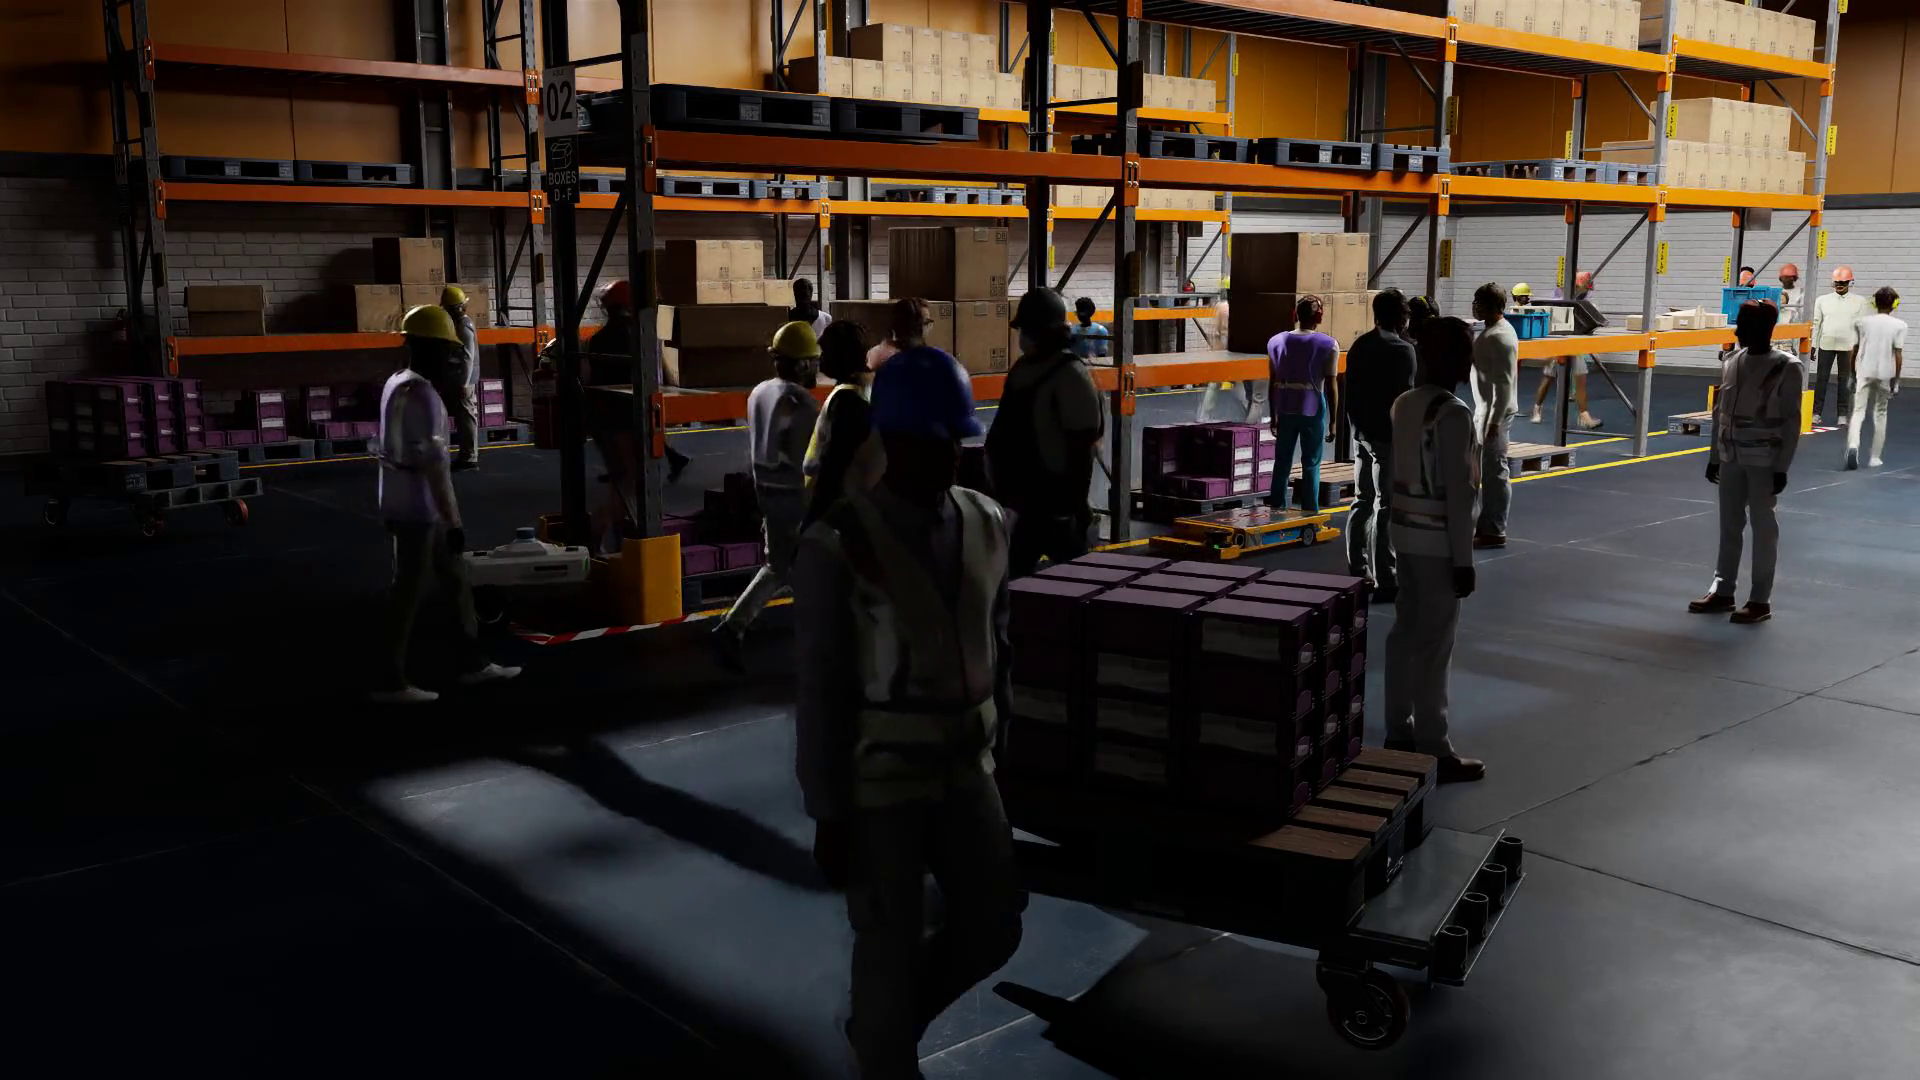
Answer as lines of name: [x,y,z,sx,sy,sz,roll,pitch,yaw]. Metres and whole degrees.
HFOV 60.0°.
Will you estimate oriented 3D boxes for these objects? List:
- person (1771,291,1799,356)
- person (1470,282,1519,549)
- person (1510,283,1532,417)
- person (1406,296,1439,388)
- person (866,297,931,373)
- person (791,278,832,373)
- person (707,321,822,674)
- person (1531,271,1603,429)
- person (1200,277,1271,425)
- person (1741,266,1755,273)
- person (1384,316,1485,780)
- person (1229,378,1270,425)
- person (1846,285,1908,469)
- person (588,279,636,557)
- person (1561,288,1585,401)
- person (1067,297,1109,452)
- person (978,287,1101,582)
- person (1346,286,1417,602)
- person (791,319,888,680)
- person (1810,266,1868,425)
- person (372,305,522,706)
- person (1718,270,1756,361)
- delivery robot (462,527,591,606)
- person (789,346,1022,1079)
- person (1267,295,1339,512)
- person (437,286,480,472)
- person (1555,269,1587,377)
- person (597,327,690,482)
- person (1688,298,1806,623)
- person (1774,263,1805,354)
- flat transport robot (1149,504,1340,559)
person: [11.431,-2.657,23.277,0.525,1.636,0.307,3,10,17]
person: [3.863,-0.900,12.116,0.378,1.937,0.629,2,10,10]
person: [7.406,-2.520,22.096,0.309,1.769,0.523,3,10,16]
person: [3.070,-0.692,11.114,0.328,1.865,0.521,-3,10,-18]
person: [-0.331,-0.439,9.533,0.488,1.893,0.662,-8,13,-41]
person: [-1.484,-1.522,15.814,0.597,1.915,0.370,-1,10,-9]
person: [-0.873,-0.188,8.325,0.725,1.810,0.603,-8,13,-39]
person: [7.548,-2.371,20.695,0.679,1.962,1.133,-3,10,-16]
person: [3.395,-2.293,20.413,0.960,1.877,0.615,1,10,3]
person: [12.215,-3.290,26.016,0.366,1.967,0.603,-6,11,-31]
person: [1.946,0.031,6.815,0.355,1.884,0.573,-2,10,-11]
person: [3.255,-1.873,17.972,0.658,1.881,1.029,6,11,31]
person: [9.129,-1.619,16.628,0.512,1.841,0.835,7,12,34]
person: [-2.377,-0.789,11.377,0.598,1.972,0.625,-8,13,-39]
person: [9.019,-2.889,24.418,0.549,1.699,0.791,9,13,43]
person: [1.369,-1.782,18.004,0.530,1.688,0.324,7,12,37]
person: [0.450,-0.345,8.557,1.072,2.000,0.684,-3,10,-16]
person: [2.615,-0.585,10.270,0.372,1.939,0.631,-4,10,-21]
person: [-0.599,-0.142,7.993,0.578,1.820,0.641,0,10,0]
person: [11.065,-2.444,20.983,0.623,1.992,0.397,6,11,30]
person: [-2.453,-0.163,7.931,0.865,1.883,0.626,-5,11,-26]
person: [10.022,-2.482,21.364,0.349,1.942,0.545,-9,13,-42]
delivery robot: [-2.501,0.169,9.617,0.707,0.478,0.477,-3,10,-18]
person: [-0.117,0.528,3.760,0.634,1.931,0.469,-9,13,-42]
person: [2.568,-0.920,12.529,0.561,1.836,0.379,6,11,32]
person: [-4.963,-1.590,16.474,0.404,1.828,0.587,-4,11,-24]
person: [10.695,-3.824,29.219,0.543,1.942,0.350,4,11,24]
person: [-2.966,-1.462,15.487,0.850,1.916,0.547,0,10,1]
person: [4.605,-0.463,9.707,0.355,1.886,0.572,-4,10,-21]
person: [12.292,-3.104,24.777,0.610,2.028,0.423,6,12,33]
flat transport robot: [2.096,-0.075,12.154,1.431,0.197,0.652,-9,13,-42]
